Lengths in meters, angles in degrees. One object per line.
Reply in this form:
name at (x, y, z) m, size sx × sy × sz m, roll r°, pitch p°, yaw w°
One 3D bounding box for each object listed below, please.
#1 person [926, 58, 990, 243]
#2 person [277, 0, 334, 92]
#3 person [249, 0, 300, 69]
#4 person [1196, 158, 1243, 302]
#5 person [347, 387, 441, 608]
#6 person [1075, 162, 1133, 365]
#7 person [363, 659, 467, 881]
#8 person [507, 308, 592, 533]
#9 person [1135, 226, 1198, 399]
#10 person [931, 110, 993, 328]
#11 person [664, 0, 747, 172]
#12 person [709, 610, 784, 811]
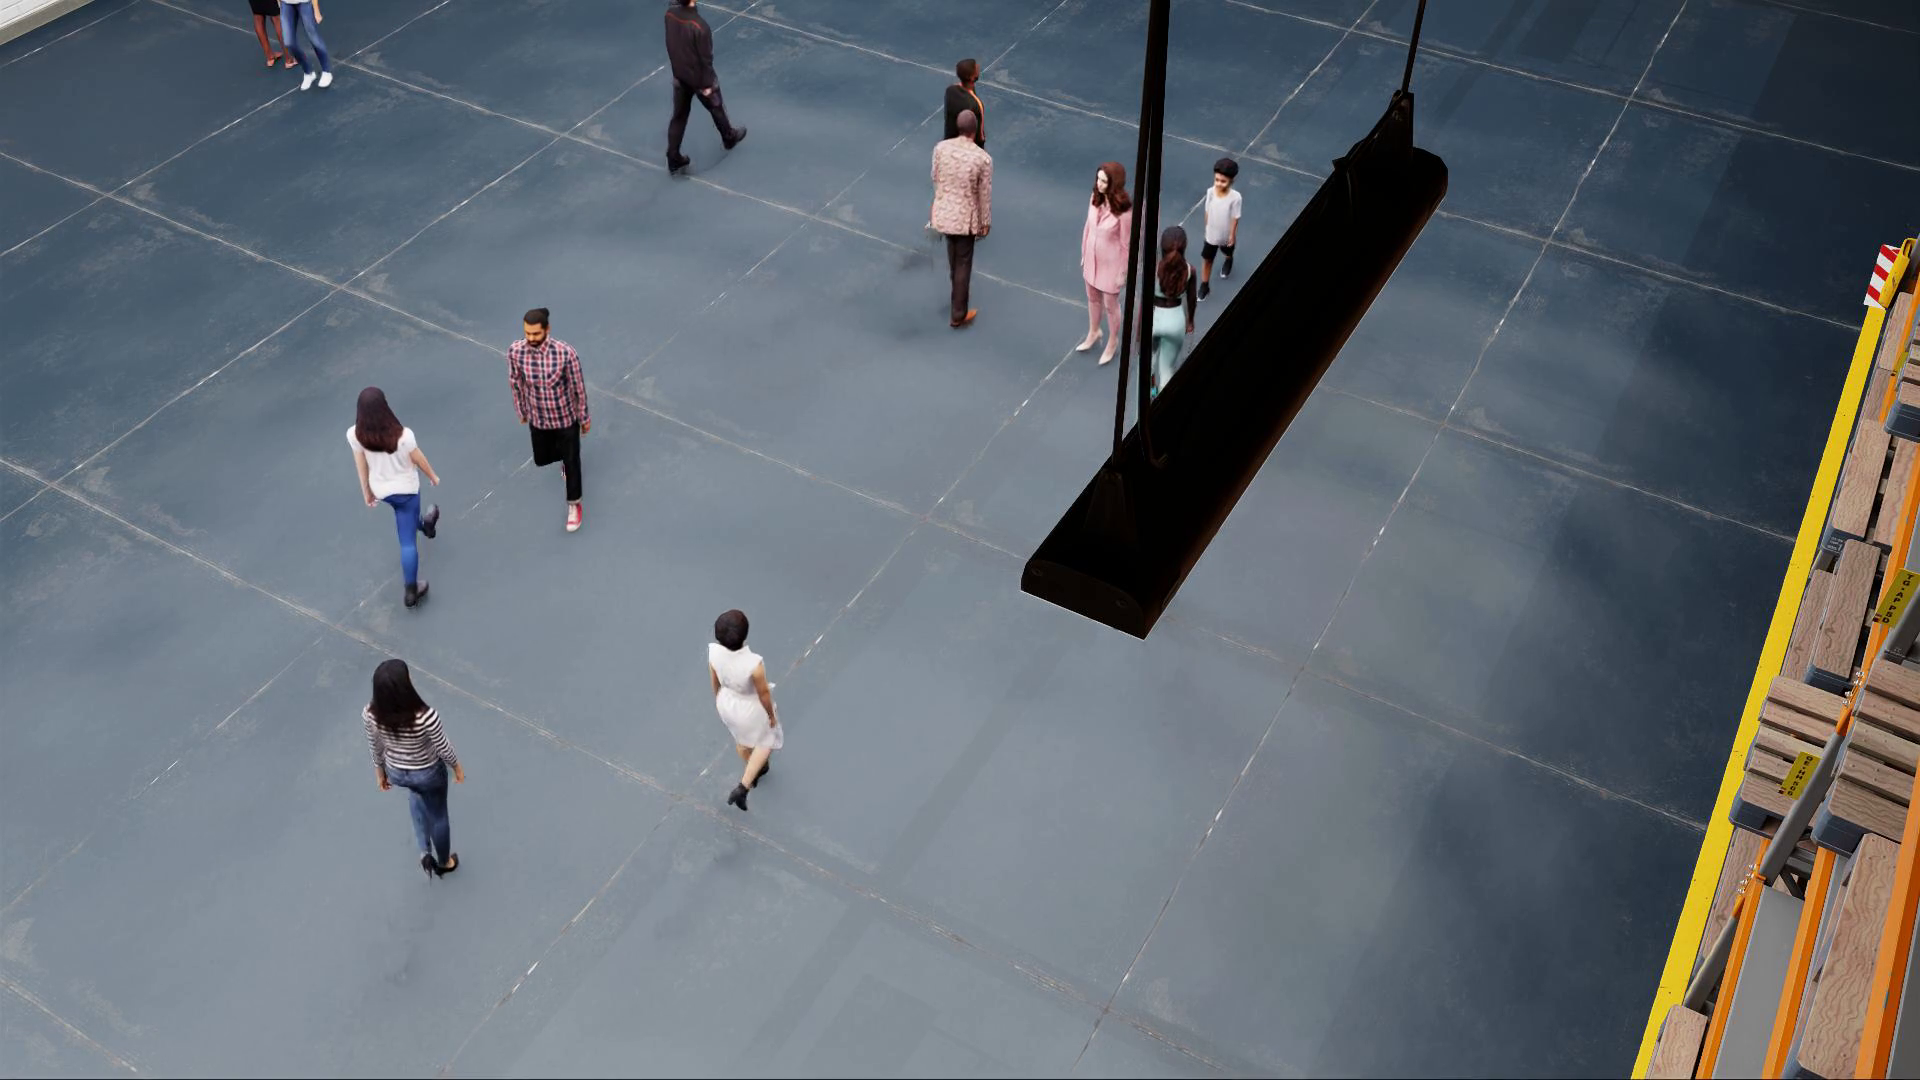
person at (-0.018, -3.313, 14.399) m, size 0.997 × 1.797 × 0.817 m, roll -31°, pitch 52°, yaw -28°
person at (-6.568, -5.357, 16.610) m, size 0.750 × 1.708 × 0.780 m, roll 4°, pitch 44°, yaw 5°
person at (-7.128, -5.651, 16.910) m, size 0.649 × 1.720 × 0.578 m, roll 13°, pitch 45°, yaw 13°
person at (2.249, -2.693, 14.150) m, size 0.542 × 1.243 × 0.920 m, roll 16°, pitch 46°, yaw 16°
person at (-3.848, -0.242, 11.290) m, size 0.883 × 1.639 × 1.202 m, roll 6°, pitch 44°, yaw 6°
person at (1.168, -2.212, 13.240) m, size 0.622 × 1.802 × 0.672 m, roll -32°, pitch 52°, yaw -29°
person at (-3.106, 1.413, 9.453) m, size 0.738 × 1.777 × 0.764 m, roll 3°, pitch 44°, yaw 3°
person at (-2.910, -0.942, 11.950) m, size 0.954 × 1.743 × 1.092 m, roll 3°, pitch 44°, yaw 3°
person at (1.543, -1.562, 12.626) m, size 0.784 × 1.707 × 0.949 m, roll 6°, pitch 44°, yaw 6°
person at (-0.064, -2.613, 13.699) m, size 0.738 × 1.750 × 1.007 m, roll 21°, pitch 48°, yaw 21°
person at (-2.537, -4.255, 15.389) m, size 0.726 × 1.795 × 1.147 m, roll 23°, pitch 48°, yaw 22°
person at (-1.318, 1.062, 9.992) m, size 0.590 × 1.542 × 0.786 m, roll 18°, pitch 47°, yaw 18°
